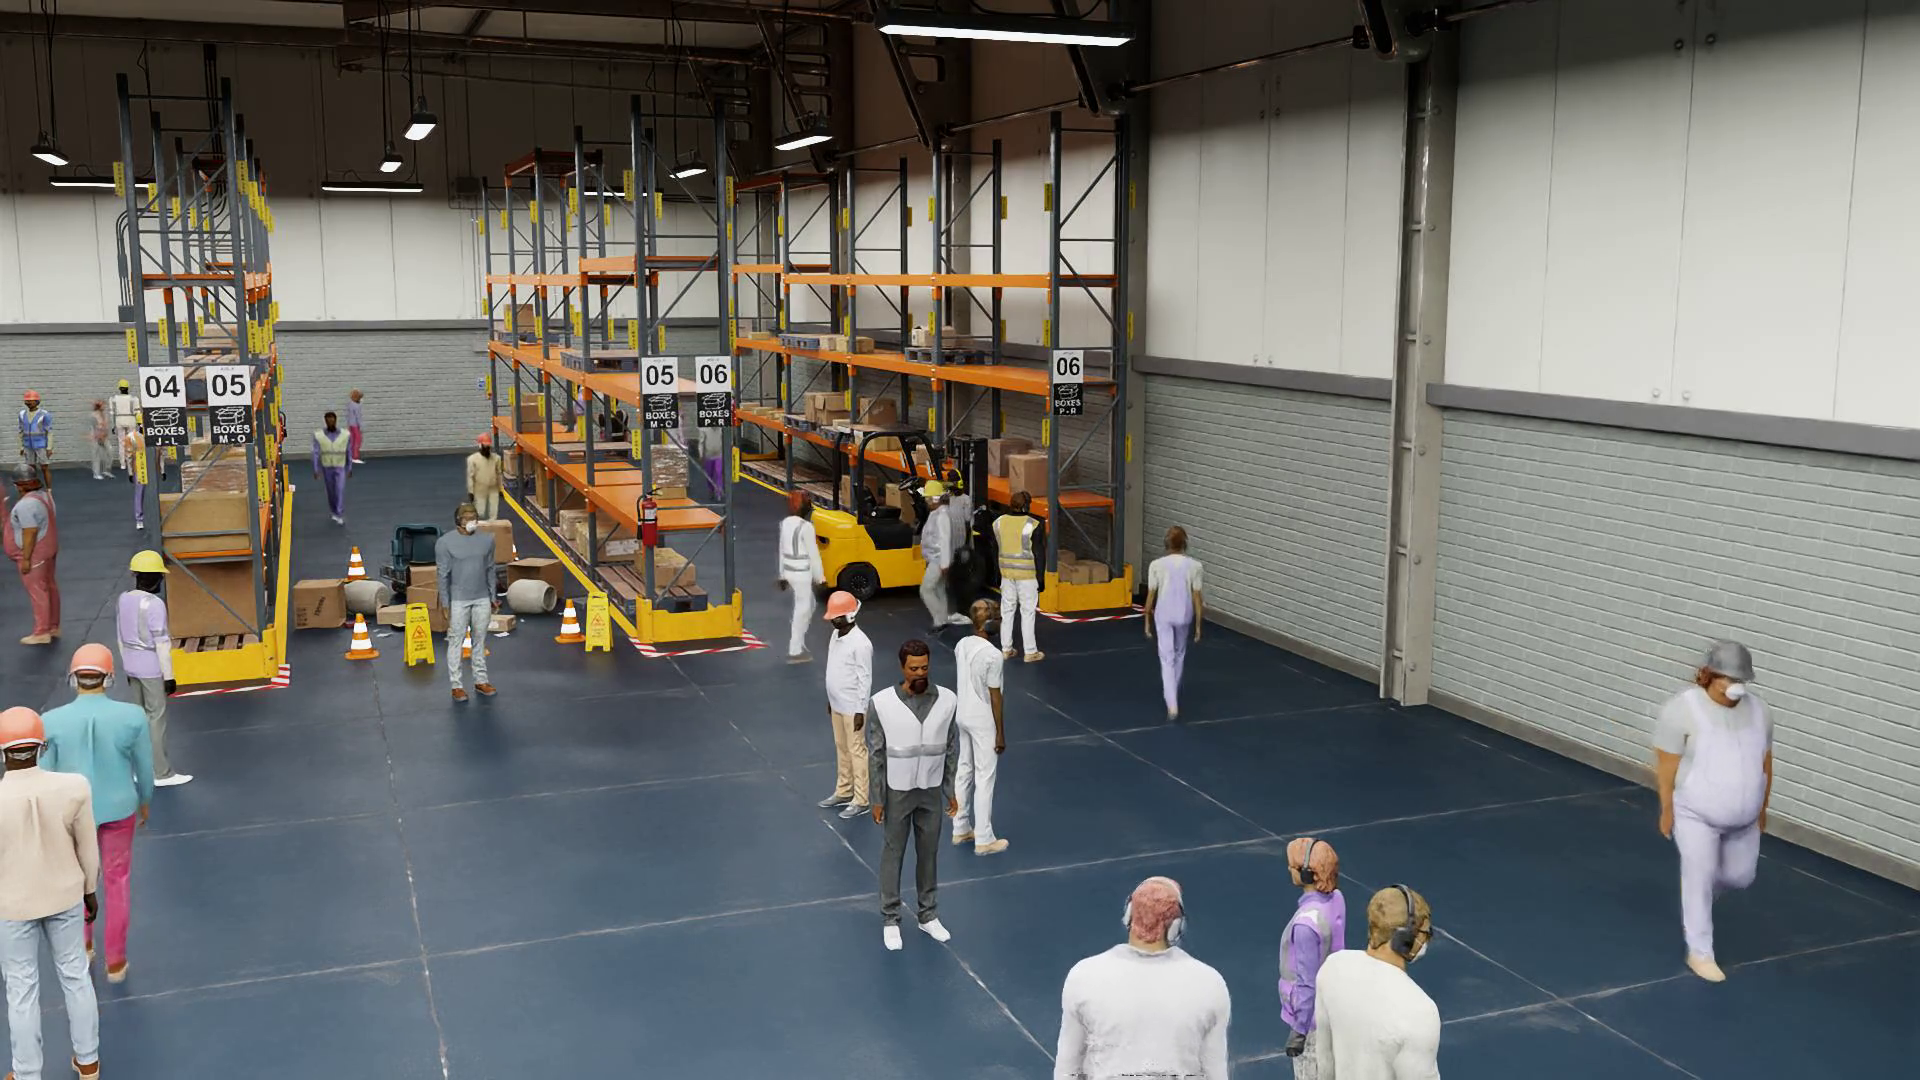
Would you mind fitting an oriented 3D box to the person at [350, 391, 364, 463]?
[{"bbox_3d":[-13.330,-2.498,36.766,0.311,1.598,0.637,-6,11,-33],"label":"person"}]

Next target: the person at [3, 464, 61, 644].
[{"bbox_3d":[-10.462,0.147,18.722,0.536,2.000,0.683,-1,9,-8],"label":"person"}]

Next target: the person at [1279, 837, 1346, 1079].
[{"bbox_3d":[1.585,2.134,7.474,0.312,1.639,0.520,5,10,26],"label":"person"}]

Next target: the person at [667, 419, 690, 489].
[{"bbox_3d":[-5.564,-1.824,32.106,0.610,1.726,0.449,3,10,20],"label":"person"}]

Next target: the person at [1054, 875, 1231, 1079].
[{"bbox_3d":[0.689,2.221,6.275,0.659,1.864,0.867,0,9,-2],"label":"person"}]

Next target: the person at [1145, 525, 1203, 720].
[{"bbox_3d":[2.010,0.760,15.605,0.523,1.810,0.924,0,9,-2],"label":"person"}]

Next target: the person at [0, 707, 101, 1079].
[{"bbox_3d":[-4.651,1.815,8.364,0.379,1.996,0.610,9,13,44],"label":"person"}]

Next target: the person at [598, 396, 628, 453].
[{"bbox_3d":[-6.340,-1.690,30.309,0.390,2.039,0.638,8,12,41],"label":"person"}]

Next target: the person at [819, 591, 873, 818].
[{"bbox_3d":[-0.879,1.243,12.748,0.333,1.744,0.559,-5,10,-30],"label":"person"}]

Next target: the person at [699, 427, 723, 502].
[{"bbox_3d":[-4.510,-1.582,30.579,0.568,1.731,0.643,-1,9,-6],"label":"person"}]

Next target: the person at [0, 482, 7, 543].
[{"bbox_3d":[-12.506,-0.157,21.186,0.654,1.871,0.936,-2,9,-13],"label":"person"}]

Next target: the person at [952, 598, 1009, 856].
[{"bbox_3d":[0.147,1.330,11.936,0.349,1.837,0.502,-7,11,-36],"label":"person"}]

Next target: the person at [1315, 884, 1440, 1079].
[{"bbox_3d":[1.549,2.203,6.118,0.371,1.934,0.627,-4,10,-24],"label":"person"}]

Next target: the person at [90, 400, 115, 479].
[{"bbox_3d":[-17.420,-2.033,33.764,0.498,1.620,0.530,1,9,7],"label":"person"}]

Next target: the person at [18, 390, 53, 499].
[{"bbox_3d":[-16.937,-1.722,30.463,0.613,2.048,0.362,0,9,2],"label":"person"}]

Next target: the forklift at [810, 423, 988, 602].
[{"bbox_3d":[-0.830,-0.399,21.676,2.313,2.155,1.214,-4,10,-21],"label":"forklift"}]

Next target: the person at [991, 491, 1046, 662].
[{"bbox_3d":[0.651,0.385,17.849,0.633,1.843,0.429,6,11,32],"label":"person"}]

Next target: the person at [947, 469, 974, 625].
[{"bbox_3d":[-0.009,0.082,19.717,0.327,1.861,0.499,-5,10,-28],"label":"person"}]

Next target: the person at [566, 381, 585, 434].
[{"bbox_3d":[-8.013,-2.395,34.764,0.406,2.036,0.601,-5,10,-28],"label":"person"}]

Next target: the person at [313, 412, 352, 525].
[{"bbox_3d":[-10.502,-1.217,27.855,0.609,1.873,1.005,-3,10,-20],"label":"person"}]

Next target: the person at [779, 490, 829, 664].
[{"bbox_3d":[-1.649,0.392,17.720,0.496,1.866,0.584,-5,10,-29],"label":"person"}]

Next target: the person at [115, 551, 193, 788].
[{"bbox_3d":[-6.557,1.041,13.469,0.586,1.921,0.383,6,11,33],"label":"person"}]

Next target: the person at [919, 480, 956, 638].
[{"bbox_3d":[-0.279,0.222,18.959,0.447,1.811,0.607,-1,9,-4],"label":"person"}]

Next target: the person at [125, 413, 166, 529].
[{"bbox_3d":[-13.301,-1.145,27.209,0.589,1.928,0.386,-7,12,-38],"label":"person"}]

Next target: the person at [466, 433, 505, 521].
[{"bbox_3d":[-7.302,-0.792,25.590,0.566,1.735,0.532,-7,12,-39],"label":"person"}]

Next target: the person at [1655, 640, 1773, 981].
[{"bbox_3d":[4.486,1.543,9.935,0.696,2.000,0.720,-1,9,-4],"label":"person"}]

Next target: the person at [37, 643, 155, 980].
[{"bbox_3d":[-5.141,1.584,9.916,0.619,1.957,0.809,-4,10,-25],"label":"person"}]

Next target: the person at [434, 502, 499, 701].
[{"bbox_3d":[-4.798,0.589,16.260,0.373,1.940,0.630,9,13,44],"label":"person"}]

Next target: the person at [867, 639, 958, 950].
[{"bbox_3d":[-0.288,1.548,10.289,0.593,1.920,0.391,-4,10,-25],"label":"person"}]

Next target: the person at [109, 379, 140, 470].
[{"bbox_3d":[-17.794,-2.461,35.496,0.594,1.924,0.384,-3,9,-16],"label":"person"}]
